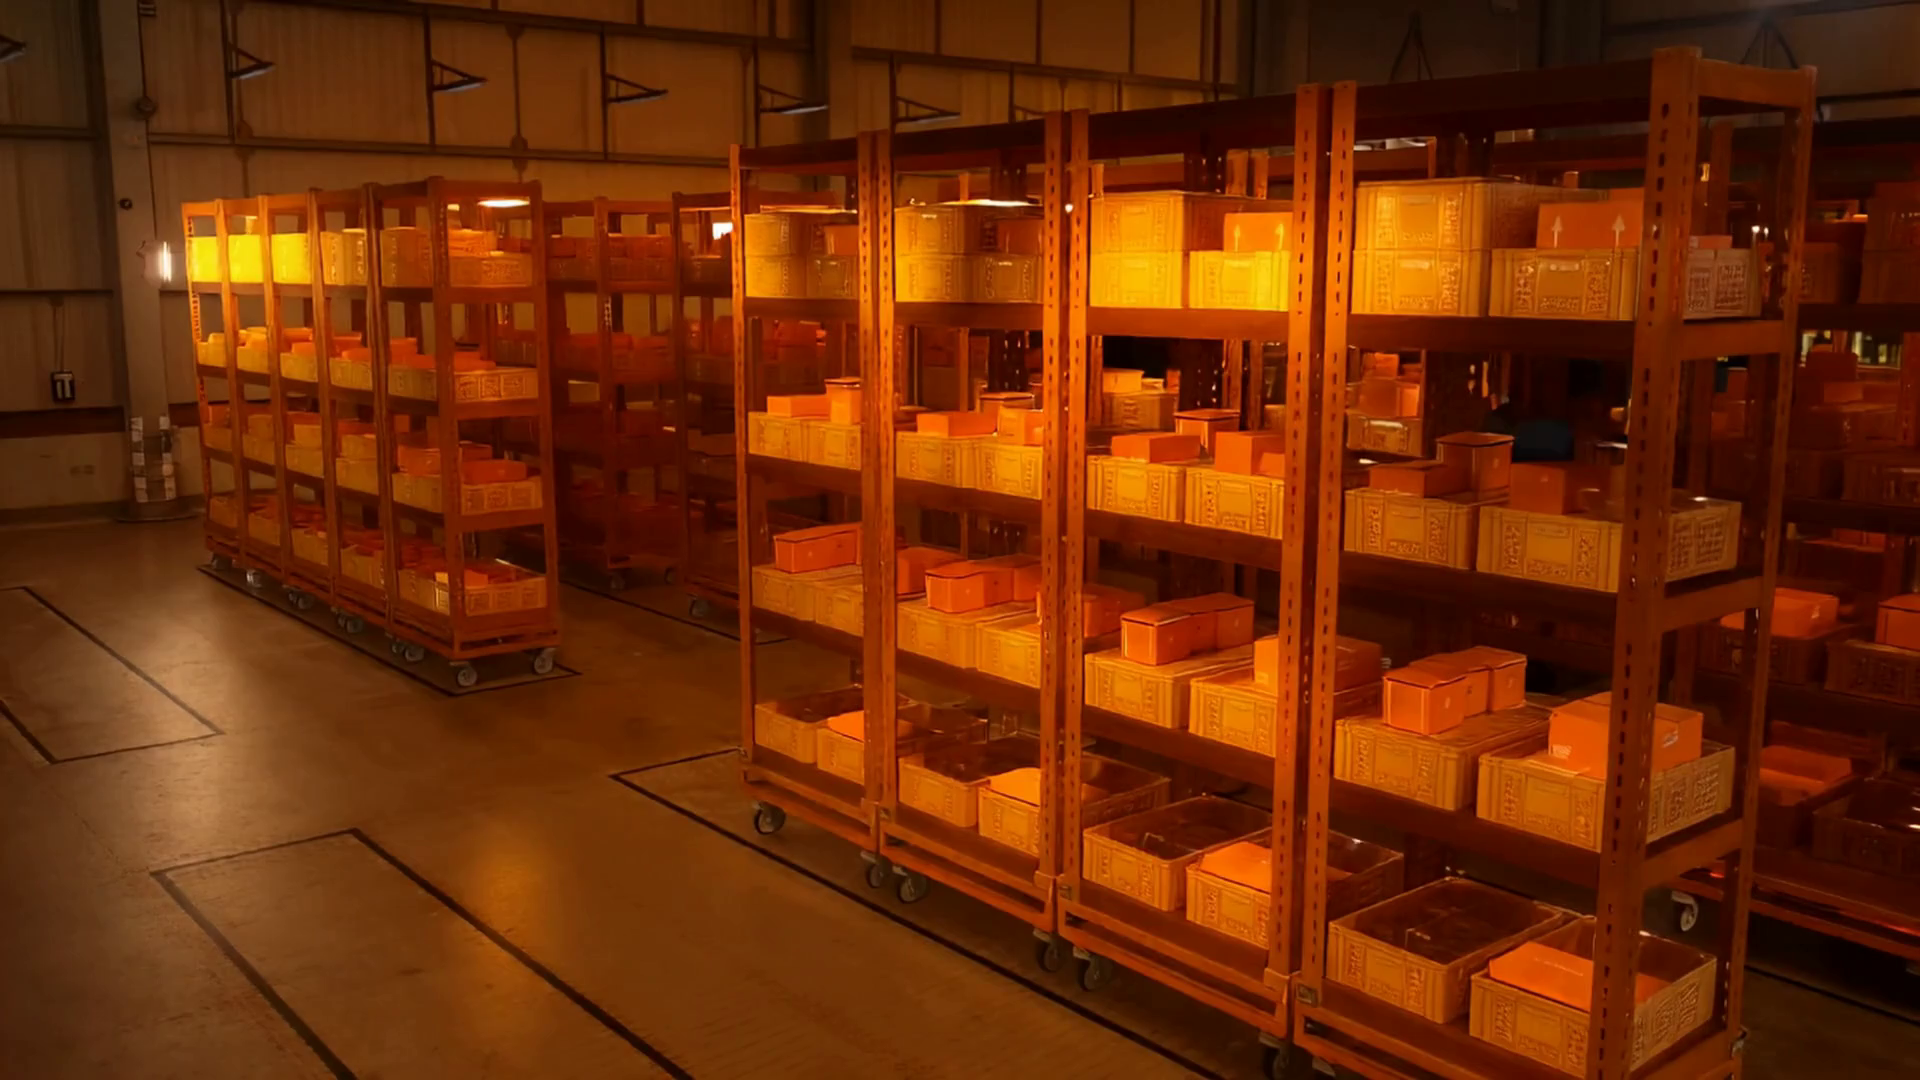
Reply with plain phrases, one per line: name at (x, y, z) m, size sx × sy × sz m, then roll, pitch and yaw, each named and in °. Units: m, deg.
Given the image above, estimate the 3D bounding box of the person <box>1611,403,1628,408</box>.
person at (8.151, -1.255, 20.310) m, size 0.508 × 1.828 × 0.577 m, roll -8°, pitch 12°, yaw -38°
